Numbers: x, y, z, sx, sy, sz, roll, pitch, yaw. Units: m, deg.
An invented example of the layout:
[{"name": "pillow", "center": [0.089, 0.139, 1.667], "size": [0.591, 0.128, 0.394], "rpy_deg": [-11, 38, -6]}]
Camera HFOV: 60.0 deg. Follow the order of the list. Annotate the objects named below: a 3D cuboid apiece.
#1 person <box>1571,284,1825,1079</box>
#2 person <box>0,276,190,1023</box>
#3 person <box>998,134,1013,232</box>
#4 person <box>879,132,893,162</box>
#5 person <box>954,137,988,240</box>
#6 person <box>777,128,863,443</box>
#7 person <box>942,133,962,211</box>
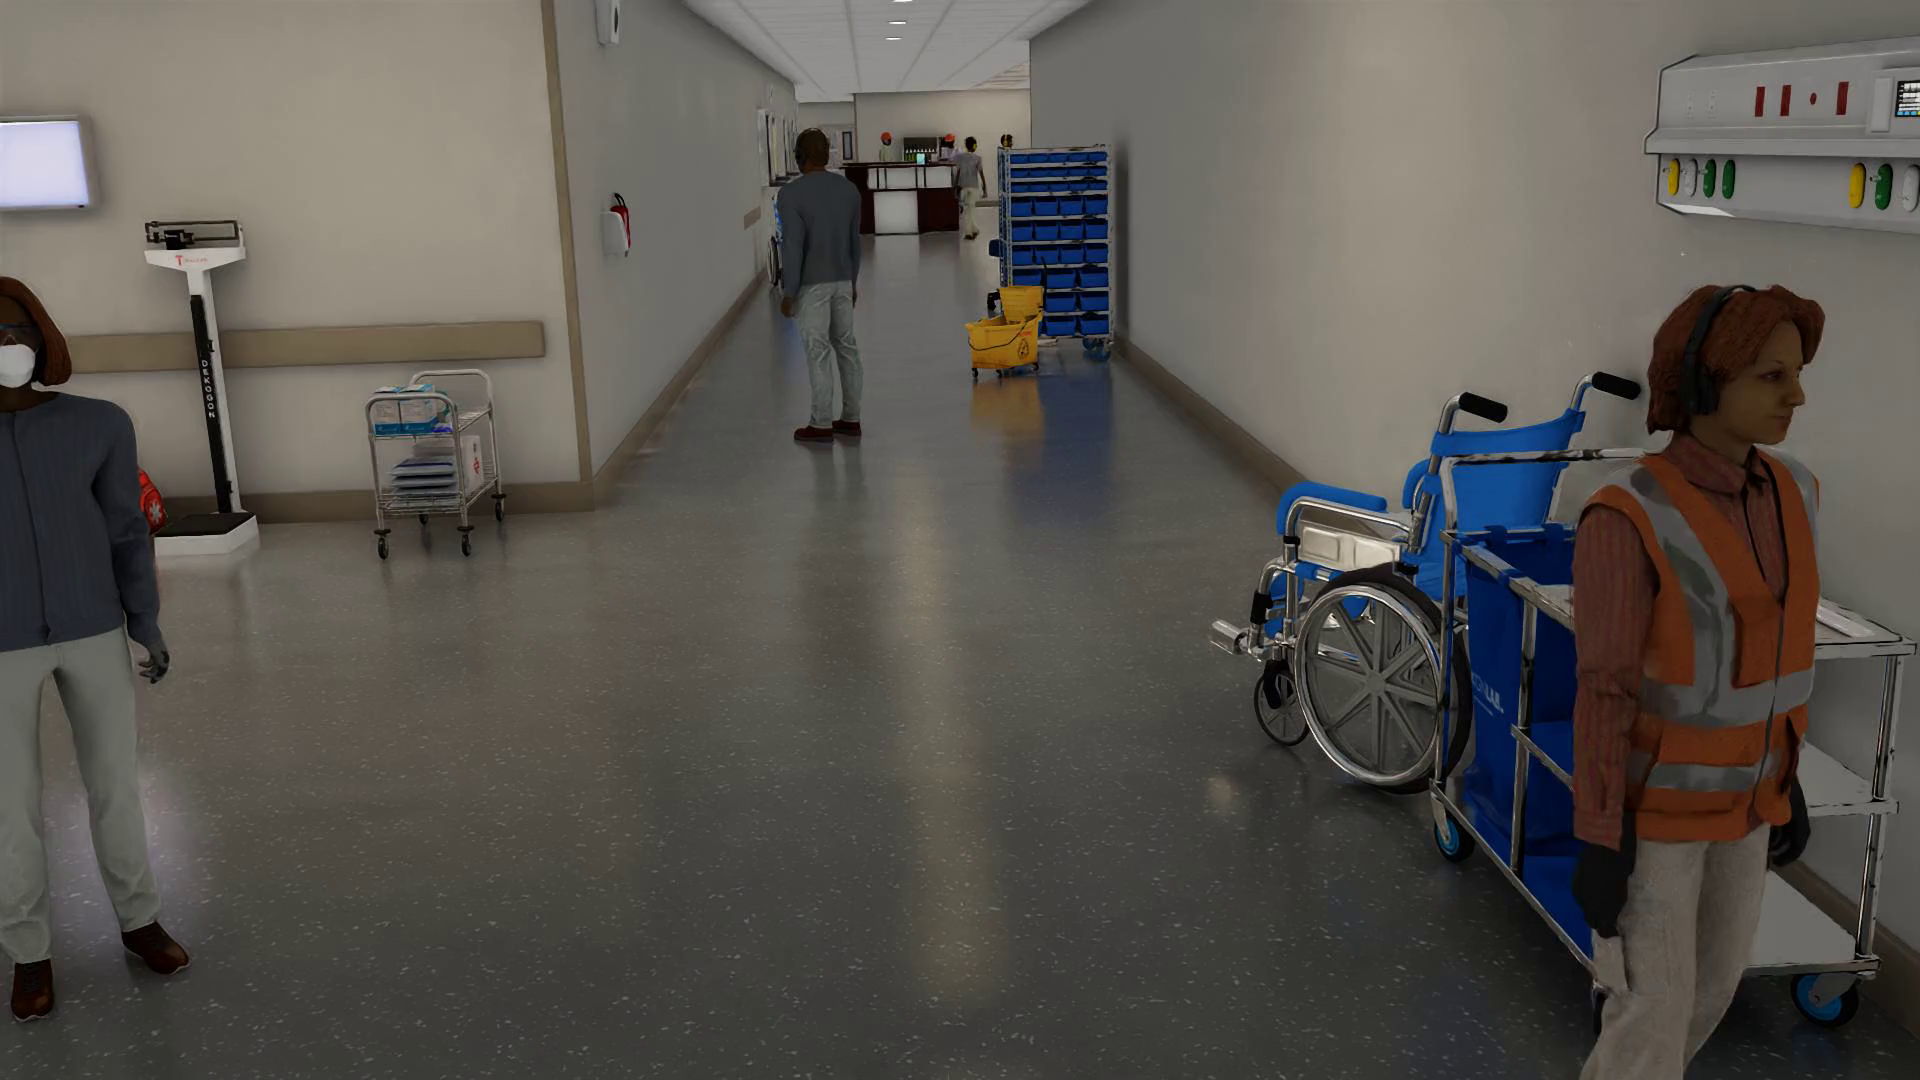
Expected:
[{"name": "person", "center": [1.135, 0.424, 2.608], "size": [0.523, 1.656, 0.439], "rpy_deg": [-10, 16, -31]}, {"name": "person", "center": [-2.030, 0.236, 3.698], "size": [0.500, 1.636, 0.282], "rpy_deg": [-13, 18, -40]}, {"name": "person", "center": [0.886, -6.893, 32.175], "size": [0.309, 1.864, 0.535], "rpy_deg": [-1, 14, 2]}, {"name": "person", "center": [-1.751, -8.778, 39.961], "size": [0.379, 1.996, 0.610], "rpy_deg": [-6, 14, -19]}, {"name": "person", "center": [0.246, -6.395, 30.271], "size": [0.573, 1.828, 0.895], "rpy_deg": [5, 15, 27]}, {"name": "person", "center": [-0.869, -1.578, 10.386], "size": [0.379, 1.940, 0.629], "rpy_deg": [12, 19, 44]}, {"name": "person", "center": [-0.212, -8.939, 40.584], "size": [0.545, 1.929, 0.390], "rpy_deg": [5, 15, 27]}]
